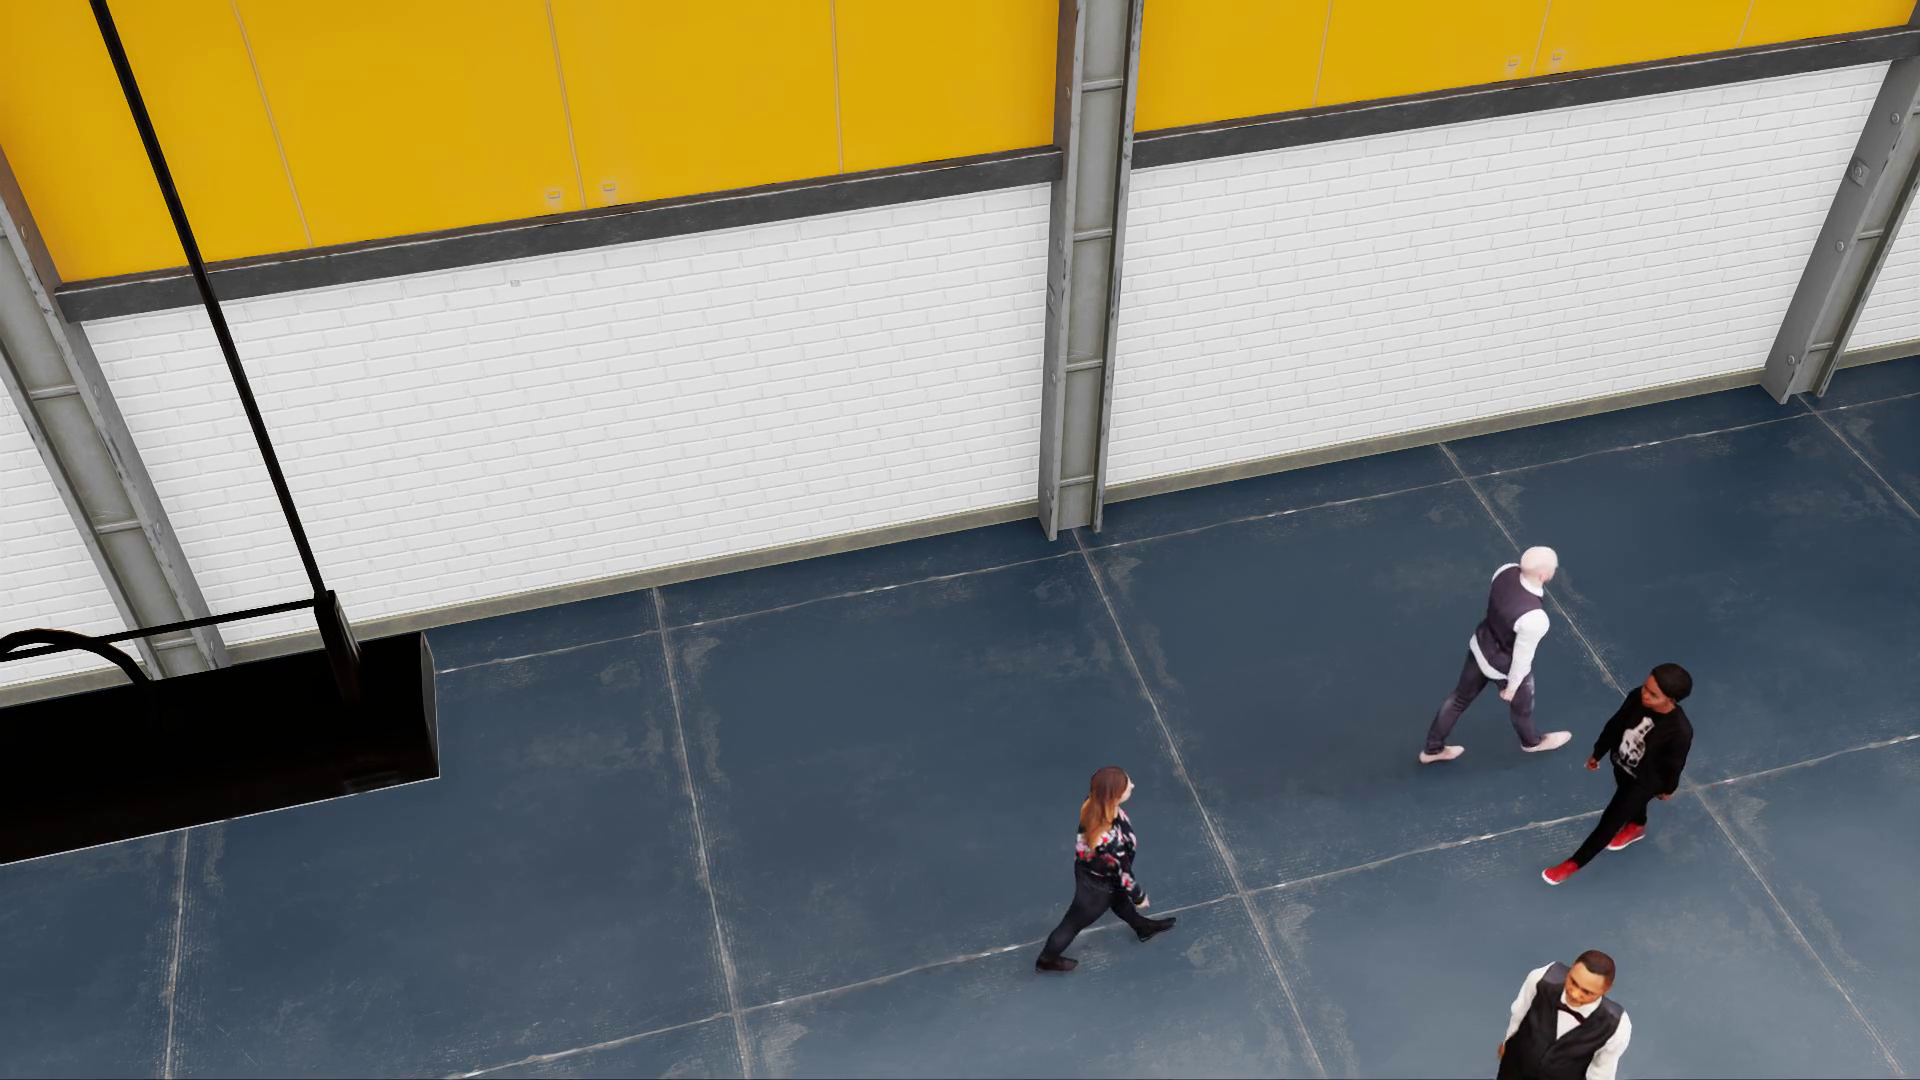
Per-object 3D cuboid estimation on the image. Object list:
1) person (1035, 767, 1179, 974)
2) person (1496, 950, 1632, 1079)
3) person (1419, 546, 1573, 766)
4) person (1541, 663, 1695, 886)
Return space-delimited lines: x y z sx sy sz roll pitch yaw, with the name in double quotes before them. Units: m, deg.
"person" 0.646 1.815 8.828 1.077 1.636 0.664 -5 44 -6
"person" 2.859 2.482 7.947 1.134 1.885 1.338 32 52 29
"person" 3.113 0.737 9.854 1.150 1.780 0.706 -10 45 -11
"person" 3.887 1.269 9.403 1.128 1.634 0.723 -18 47 -18
